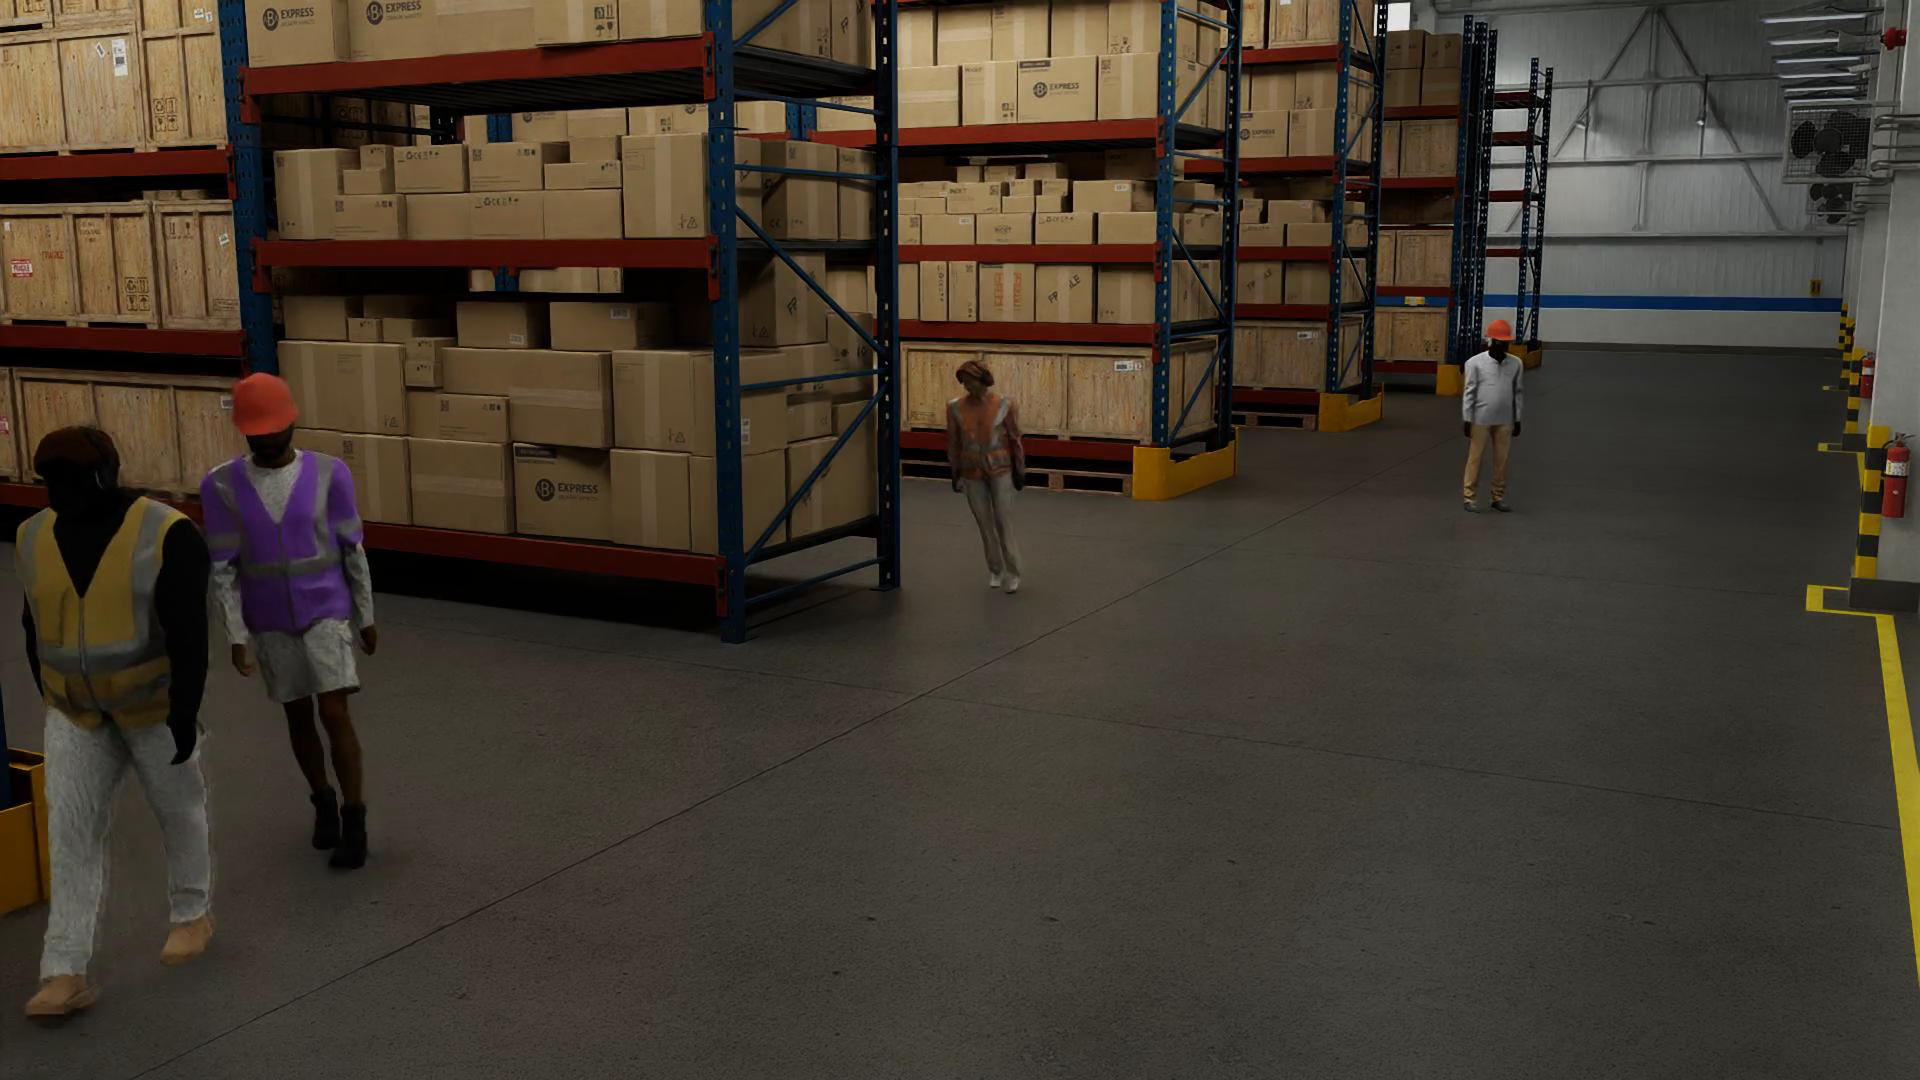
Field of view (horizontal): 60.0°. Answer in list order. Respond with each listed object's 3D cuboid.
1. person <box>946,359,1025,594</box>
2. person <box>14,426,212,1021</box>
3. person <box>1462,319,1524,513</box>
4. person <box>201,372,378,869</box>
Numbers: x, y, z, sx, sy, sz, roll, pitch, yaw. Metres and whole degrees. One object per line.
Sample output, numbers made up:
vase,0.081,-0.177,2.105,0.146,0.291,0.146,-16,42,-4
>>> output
person,0.167,-0.438,11.467,0.541,1.604,0.639,2,10,12
person,-2.650,0.554,5.178,0.642,1.797,0.920,-1,10,-3
person,4.797,-1.105,14.937,0.576,1.743,0.354,-2,10,-9
person,-2.530,0.313,6.306,0.581,1.894,0.733,-3,10,-14
